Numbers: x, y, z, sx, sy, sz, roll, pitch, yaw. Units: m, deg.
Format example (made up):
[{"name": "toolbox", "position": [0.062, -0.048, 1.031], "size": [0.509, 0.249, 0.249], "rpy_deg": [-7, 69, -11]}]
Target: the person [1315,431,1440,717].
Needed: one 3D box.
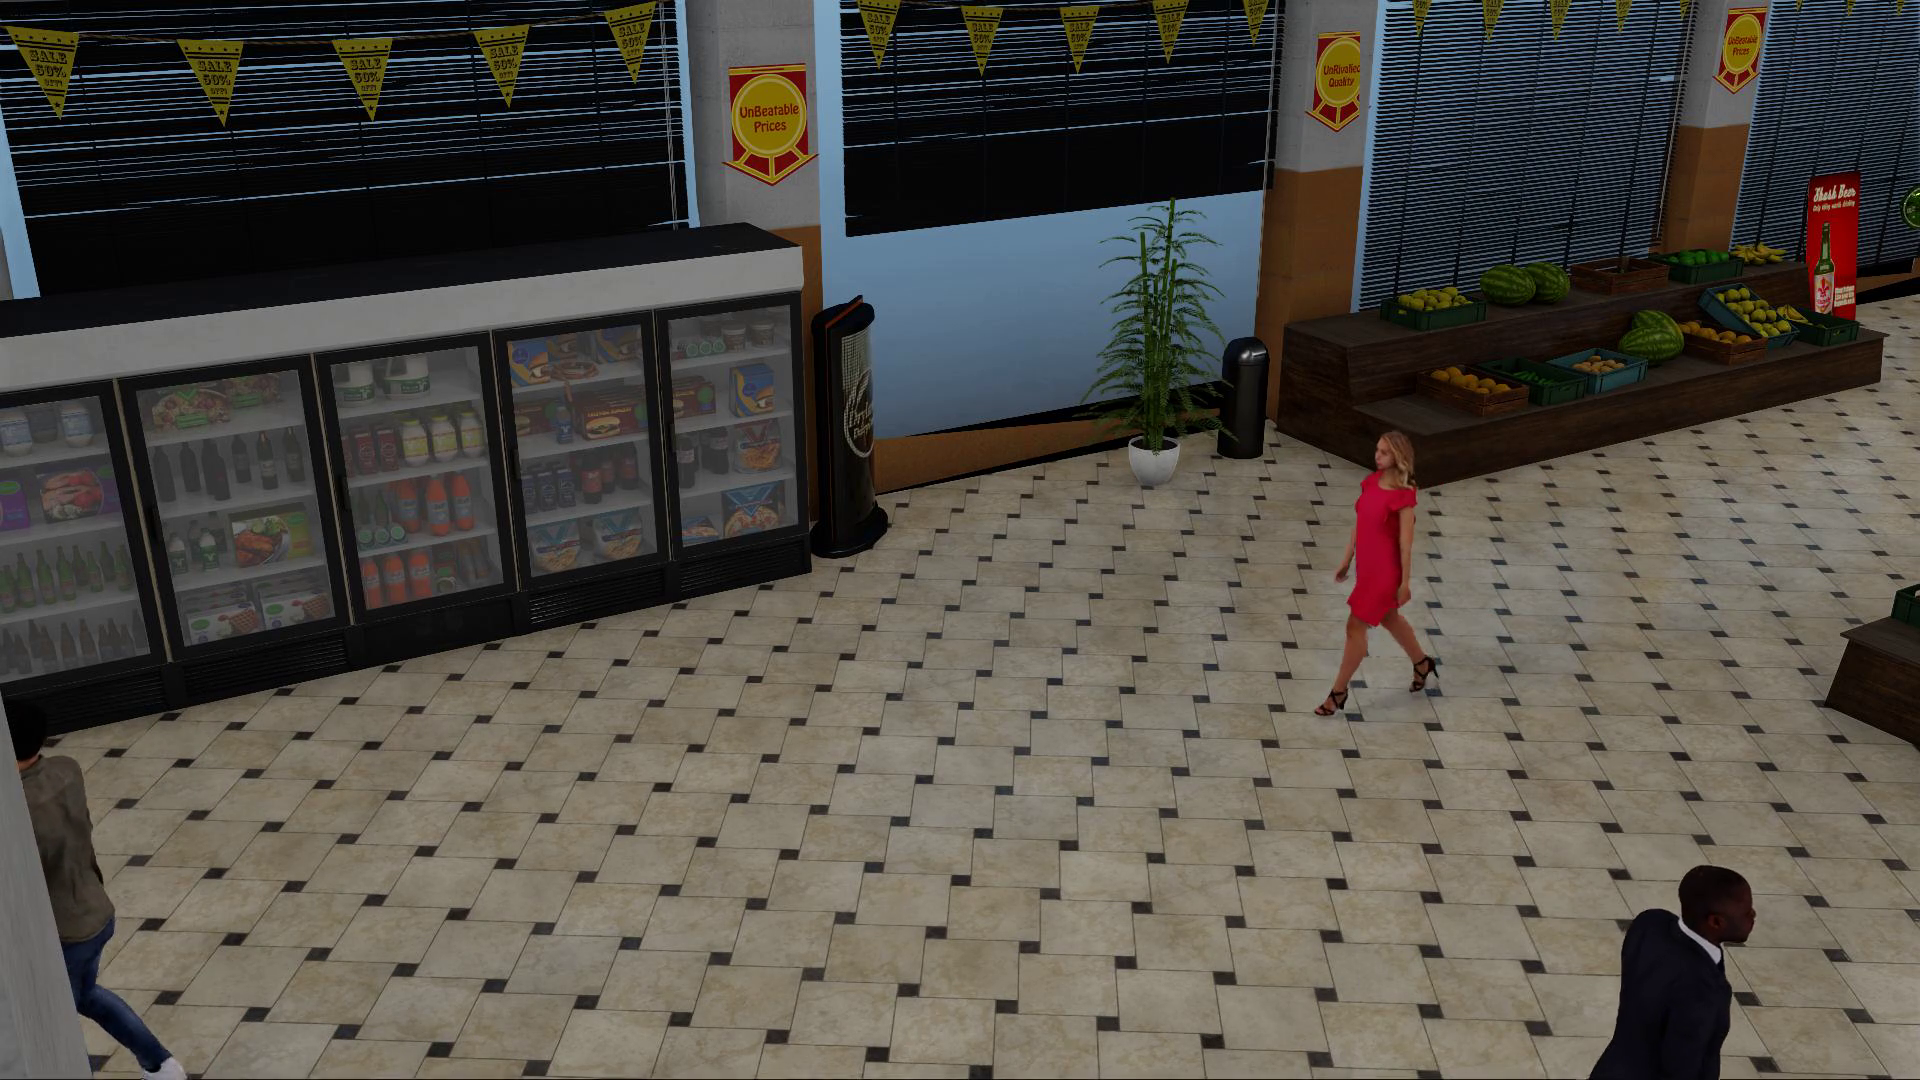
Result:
[{"name": "person", "position": [2.468, 0.188, 9.463], "size": [1.111, 1.682, 0.770], "rpy_deg": [-5, 23, -13]}]

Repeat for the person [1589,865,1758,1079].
[{"name": "person", "position": [2.118, 1.809, 5.278], "size": [1.214, 1.795, 1.064], "rpy_deg": [1, 22, 2]}]

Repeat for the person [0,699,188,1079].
[{"name": "person", "position": [-3.264, 1.429, 6.137], "size": [1.003, 1.859, 0.918], "rpy_deg": [0, 22, 0]}]
